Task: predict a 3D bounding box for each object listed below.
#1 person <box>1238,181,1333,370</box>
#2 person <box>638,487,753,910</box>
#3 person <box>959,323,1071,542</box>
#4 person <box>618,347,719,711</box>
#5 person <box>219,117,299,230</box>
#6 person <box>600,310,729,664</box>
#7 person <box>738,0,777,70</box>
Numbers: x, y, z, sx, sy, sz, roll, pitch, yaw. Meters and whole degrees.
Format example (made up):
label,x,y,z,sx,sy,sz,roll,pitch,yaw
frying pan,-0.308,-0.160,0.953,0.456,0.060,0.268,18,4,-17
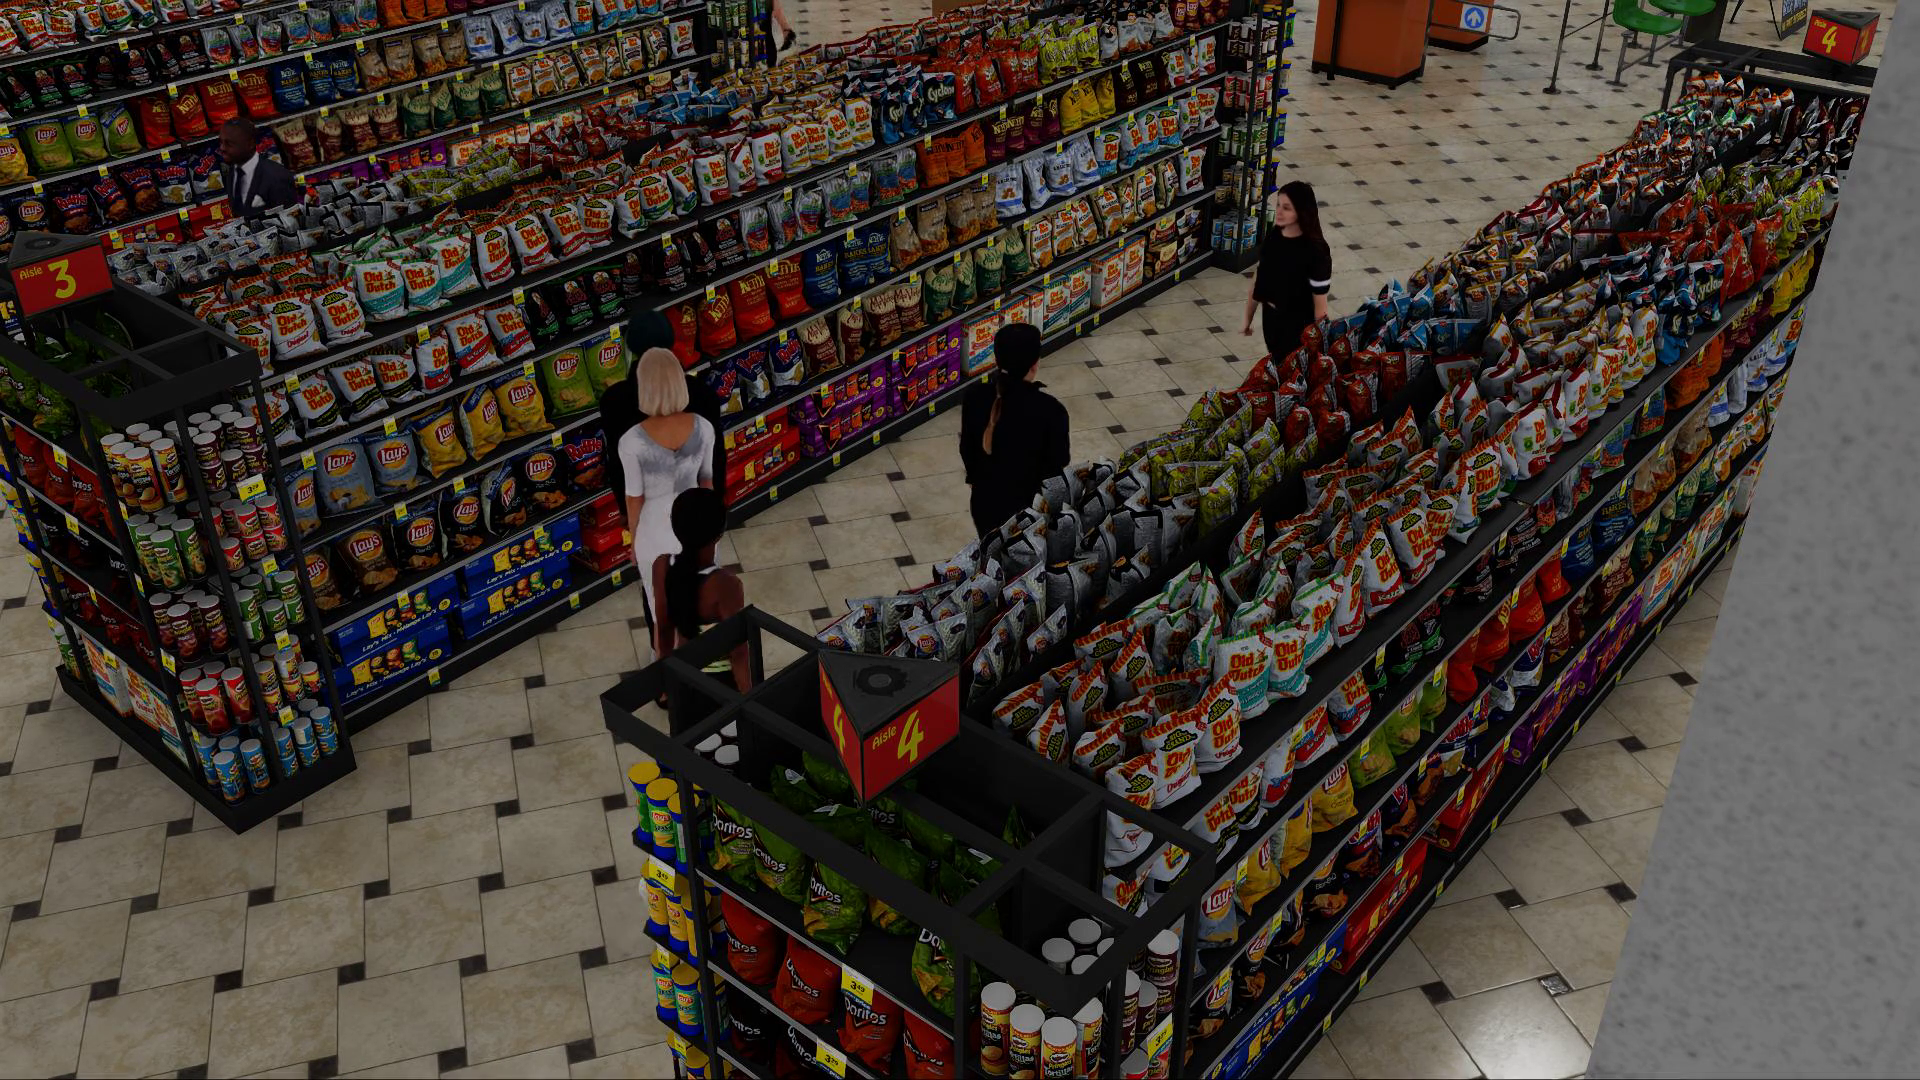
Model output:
label,x,y,z,sx,sy,sz,roll,pitch,yaw
person,1.858,-1.192,9.138,1.038,1.606,0.752,-22,38,-31
person,-0.970,0.628,6.092,0.738,1.733,1.069,14,35,22
person,0.204,-0.128,7.372,0.792,1.665,0.766,15,35,22
person,-1.208,-0.010,7.102,0.555,1.749,0.686,-17,36,-25
person,-3.830,-1.539,9.510,0.833,1.803,1.230,17,36,25
person,-1.270,-0.173,7.300,0.760,1.818,0.813,-2,32,-3
person,-1.790,-4.909,15.247,0.665,1.463,0.517,21,37,29
